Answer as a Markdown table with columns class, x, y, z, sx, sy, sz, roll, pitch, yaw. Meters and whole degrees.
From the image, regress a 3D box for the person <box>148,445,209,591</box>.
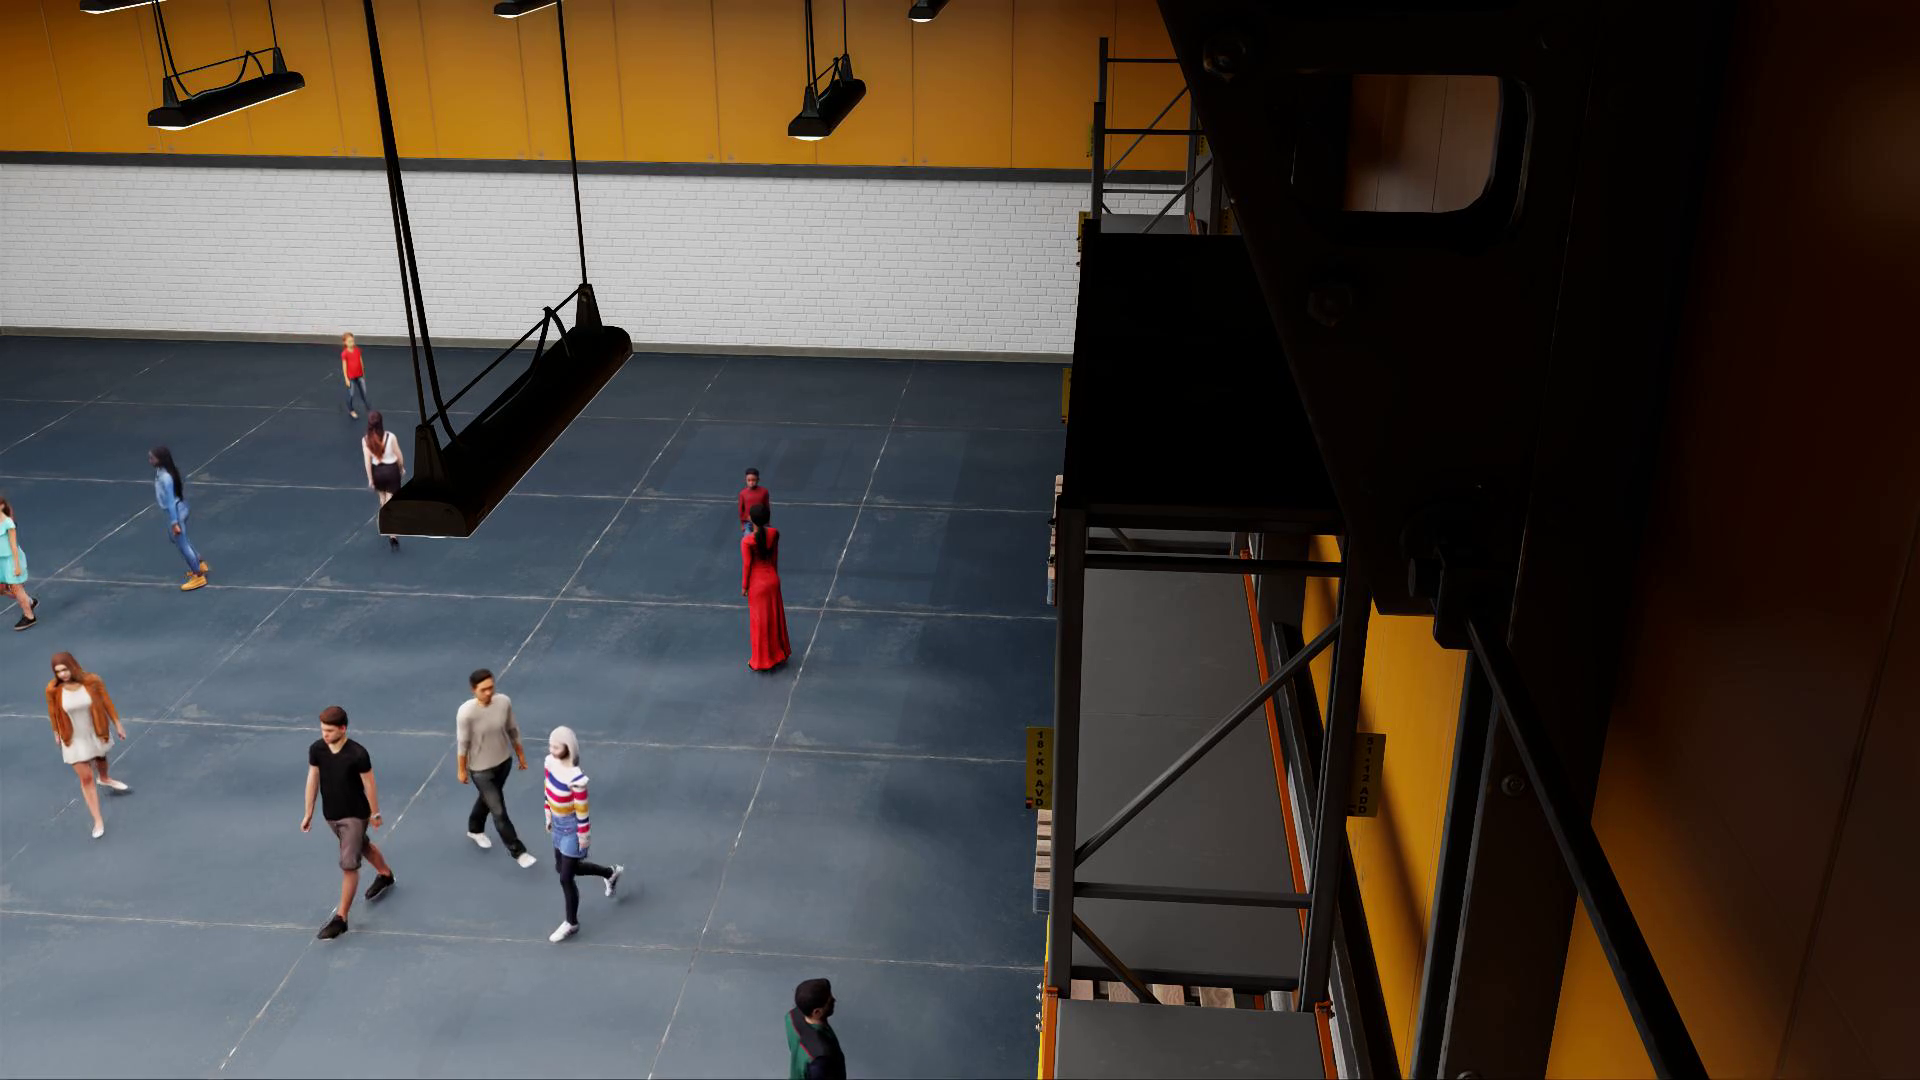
| class | x | y | z | sx | sy | sz | roll | pitch | yaw |
| --- | --- | --- | --- | --- | --- | --- | --- | --- | --- |
| person | -8.692 | -0.264 | 18.489 | 0.808 | 1.699 | 0.705 | -8 | 25 | -18 |

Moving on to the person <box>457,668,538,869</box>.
| class | x | y | z | sx | sy | sz | roll | pitch | yaw |
| --- | --- | --- | --- | --- | --- | --- | --- | --- | --- |
| person | -3.915 | 1.816 | 13.650 | 1.157 | 1.762 | 1.196 | 18 | 29 | 35 |

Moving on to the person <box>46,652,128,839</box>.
| class | x | y | z | sx | sy | sz | roll | pitch | yaw |
| --- | --- | --- | --- | --- | --- | --- | --- | --- | --- |
| person | -7.477 | 1.626 | 14.212 | 1.142 | 1.660 | 1.240 | -18 | 29 | -35 |

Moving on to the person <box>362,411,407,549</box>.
| class | x | y | z | sx | sy | sz | roll | pitch | yaw |
| --- | --- | --- | --- | --- | --- | --- | --- | --- | --- |
| person | -6.756 | -0.683 | 19.575 | 0.795 | 1.597 | 1.165 | -5 | 24 | -11 |

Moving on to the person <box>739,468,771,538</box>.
| class | x | y | z | sx | sy | sz | roll | pitch | yaw |
| --- | --- | --- | --- | --- | --- | --- | --- | --- | --- |
| person | -2.340 | -0.237 | 18.981 | 0.535 | 1.254 | 0.534 | -3 | 24 | -6 |

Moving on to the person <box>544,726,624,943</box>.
| class | x | y | z | sx | sy | sz | roll | pitch | yaw |
| --- | --- | --- | --- | --- | --- | --- | --- | --- | --- |
| person | -2.922 | 2.193 | 12.754 | 1.094 | 1.790 | 1.015 | -20 | 31 | -39 |

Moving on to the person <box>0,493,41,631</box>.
| class | x | y | z | sx | sy | sz | roll | pitch | yaw |
| --- | --- | --- | --- | --- | --- | --- | --- | --- | --- |
| person | -10.018 | 0.190 | 17.636 | 0.660 | 1.549 | 0.717 | 12 | 26 | 25 |

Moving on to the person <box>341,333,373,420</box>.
| class | x | y | z | sx | sy | sz | roll | pitch | yaw |
| --- | --- | --- | --- | --- | --- | --- | --- | --- | --- |
| person | -8.693 | -2.340 | 23.749 | 0.826 | 1.288 | 0.815 | 19 | 30 | 37 |

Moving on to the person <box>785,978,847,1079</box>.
| class | x | y | z | sx | sy | sz | roll | pitch | yaw |
| --- | --- | --- | --- | --- | --- | --- | --- | --- | --- |
| person | -0.851 | 3.391 | 9.876 | 0.822 | 1.899 | 0.692 | -11 | 26 | -23 |

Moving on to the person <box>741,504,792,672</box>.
| class | x | y | z | sx | sy | sz | roll | pitch | yaw |
| --- | --- | --- | --- | --- | --- | --- | --- | --- | --- |
| person | -1.982 | 0.471 | 16.699 | 0.791 | 1.784 | 0.712 | 20 | 31 | 38 |

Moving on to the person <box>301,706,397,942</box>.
| class | x | y | z | sx | sy | sz | roll | pitch | yaw |
| --- | --- | --- | --- | --- | --- | --- | --- | --- | --- |
| person | -4.734 | 2.120 | 12.893 | 0.896 | 1.812 | 1.247 | 9 | 25 | 20 |
